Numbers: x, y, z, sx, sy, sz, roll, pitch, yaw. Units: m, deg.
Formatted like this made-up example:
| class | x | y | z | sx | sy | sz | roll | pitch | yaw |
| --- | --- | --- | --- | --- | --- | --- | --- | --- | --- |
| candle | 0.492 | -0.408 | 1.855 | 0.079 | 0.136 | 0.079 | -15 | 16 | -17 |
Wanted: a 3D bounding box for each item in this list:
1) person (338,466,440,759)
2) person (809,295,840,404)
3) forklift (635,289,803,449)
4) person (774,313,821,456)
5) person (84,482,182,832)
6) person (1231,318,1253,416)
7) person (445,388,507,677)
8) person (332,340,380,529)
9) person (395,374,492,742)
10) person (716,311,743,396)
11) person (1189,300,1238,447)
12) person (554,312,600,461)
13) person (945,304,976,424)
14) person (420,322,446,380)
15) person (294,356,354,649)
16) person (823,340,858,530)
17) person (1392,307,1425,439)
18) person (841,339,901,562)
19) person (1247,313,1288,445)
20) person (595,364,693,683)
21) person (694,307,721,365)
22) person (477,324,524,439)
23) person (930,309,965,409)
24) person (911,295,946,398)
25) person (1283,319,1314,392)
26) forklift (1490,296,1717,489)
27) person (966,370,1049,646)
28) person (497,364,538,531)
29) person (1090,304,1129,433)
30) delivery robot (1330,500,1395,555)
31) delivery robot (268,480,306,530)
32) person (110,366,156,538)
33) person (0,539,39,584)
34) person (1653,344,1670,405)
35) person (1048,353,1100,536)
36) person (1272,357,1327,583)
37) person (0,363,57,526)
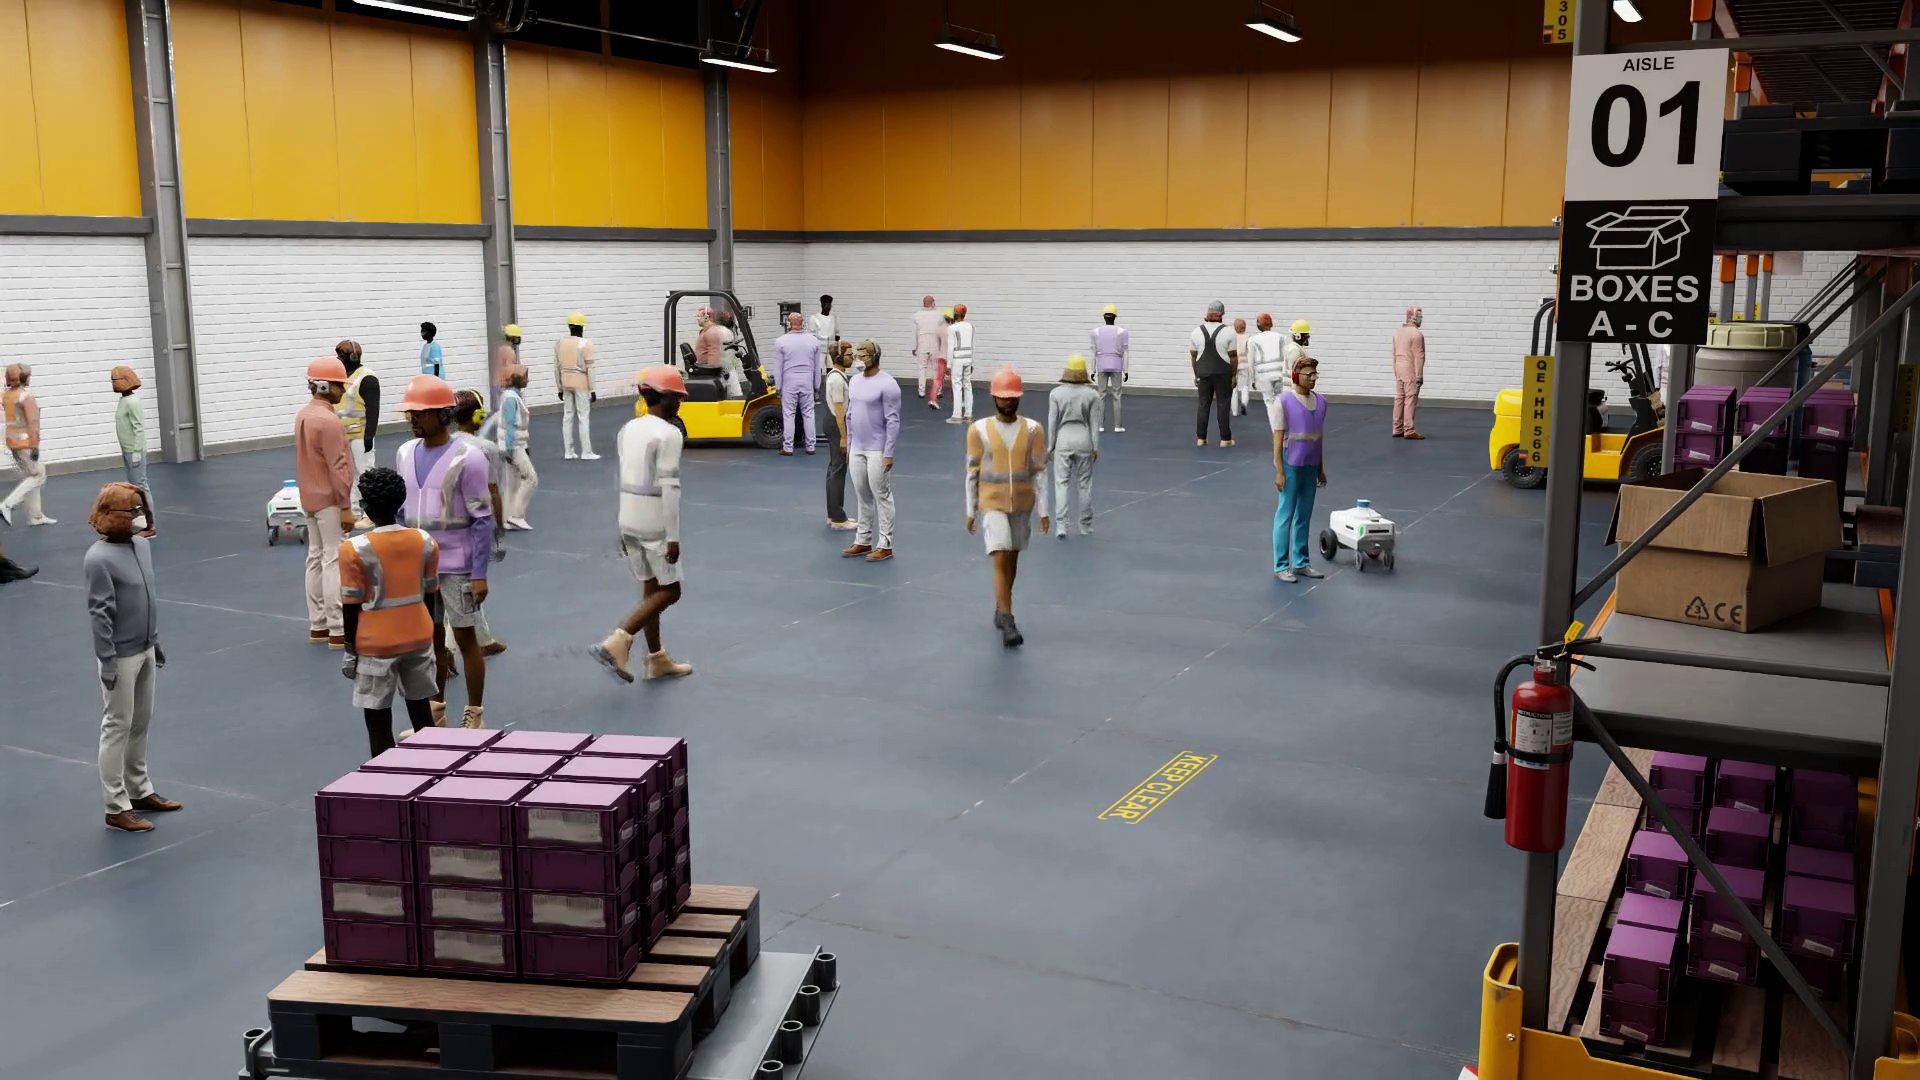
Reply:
| class | x | y | z | sx | sy | sz | roll | pitch | yaw |
| --- | --- | --- | --- | --- | --- | --- | --- | --- | --- |
| person | -2.688 | 0.496 | 7.881 | 0.321 | 1.689 | 0.530 | 6 | 12 | 33 |
| person | -2.395 | -3.383 | 29.579 | 0.605 | 1.956 | 0.381 | -5 | 11 | -27 |
| forklift | -3.358 | -2.392 | 23.136 | 2.313 | 2.155 | 1.214 | -1 | 10 | -5 |
| person | -2.166 | -2.067 | 22.114 | 0.646 | 1.899 | 0.403 | -4 | 11 | -23 |
| person | -3.895 | 0.536 | 7.804 | 0.265 | 1.632 | 0.507 | 0 | 10 | 0 |
| person | 4.584 | -2.833 | 27.339 | 0.516 | 1.623 | 0.381 | 2 | 10 | 10 |
| person | -3.199 | -0.056 | 10.710 | 0.529 | 1.829 | 0.913 | 3 | 10 | 16 |
| person | -5.936 | -1.032 | 16.281 | 0.621 | 1.845 | 0.429 | 8 | 12 | 37 |
| person | -2.810 | 0.127 | 8.987 | 0.608 | 2.045 | 0.391 | 5 | 11 | 26 |
| person | -3.601 | -2.659 | 25.842 | 0.961 | 1.791 | 0.646 | -8 | 12 | -38 |
| person | 3.566 | -2.322 | 23.174 | 0.684 | 2.000 | 0.538 | 5 | 11 | 28 |
| person | -4.978 | -1.993 | 21.599 | 0.590 | 1.926 | 0.388 | 4 | 11 | 21 |
| person | 0.003 | -2.781 | 26.281 | 0.579 | 1.884 | 0.352 | -9 | 13 | -43 |
| person | -7.714 | -2.348 | 24.346 | 0.321 | 1.690 | 0.536 | -7 | 12 | -34 |
| person | -4.300 | -0.255 | 11.359 | 0.392 | 1.988 | 0.609 | -9 | 13 | -42 |
| person | -1.162 | -1.020 | 16.197 | 0.344 | 1.847 | 0.504 | -2 | 10 | -11 |
| person | 6.531 | -2.413 | 24.095 | 0.402 | 1.904 | 0.652 | -3 | 10 | -17 |
| person | -0.781 | -0.782 | 14.556 | 0.373 | 1.940 | 0.629 | -9 | 14 | -44 |
| person | 4.344 | -2.261 | 23.394 | 0.575 | 1.834 | 0.760 | -2 | 10 | -11 |
| person | -1.952 | -0.080 | 10.305 | 0.620 | 2.011 | 0.704 | 10 | 14 | 44 |
| person | -3.694 | -2.447 | 24.286 | 0.409 | 1.906 | 0.652 | -2 | 10 | -13 |
| person | -6.316 | -2.110 | 22.890 | 0.676 | 1.719 | 0.532 | -6 | 12 | -32 |
| person | -0.222 | -3.115 | 28.674 | 0.538 | 1.725 | 0.892 | 8 | 13 | 38 |
| person | -0.573 | -3.574 | 30.819 | 0.652 | 1.904 | 0.403 | 0 | 10 | 1 |
| person | 4.373 | -1.931 | 21.510 | 0.404 | 1.830 | 0.603 | 2 | 10 | 10 |
| forklift | 7.296 | -1.677 | 18.993 | 2.313 | 2.155 | 1.214 | 5 | 11 | 27 |
| person | 0.341 | -0.242 | 11.591 | 0.561 | 1.884 | 0.980 | -2 | 10 | -10 |
| person | -4.245 | -0.878 | 16.005 | 0.426 | 1.619 | 0.537 | -2 | 10 | -11 |
| person | 2.240 | -2.561 | 24.911 | 0.585 | 1.918 | 0.382 | 2 | 10 | 12 |
| delivery robot | 3.471 | -0.103 | 14.352 | 0.477 | 0.478 | 0.707 | -2 | 10 | -10 |
| delivery robot | -6.267 | -0.317 | 15.592 | 0.477 | 0.478 | 0.707 | -3 | 10 | -15 |
| person | -7.792 | -0.818 | 15.645 | 0.266 | 1.631 | 0.507 | -8 | 12 | -37 |
| person | -7.951 | -0.567 | 13.402 | 0.564 | 1.899 | 0.883 | 9 | 14 | 44 |
| person | 9.581 | -2.053 | 22.189 | 0.627 | 1.847 | 0.429 | 2 | 10 | 14 |
| person | 1.084 | -0.900 | 15.826 | 0.490 | 1.750 | 0.335 | 0 | 10 | 2 |
| person | 2.782 | -0.584 | 13.675 | 0.566 | 1.847 | 0.389 | -7 | 12 | -37 |
| person | -9.170 | -0.913 | 16.228 | 0.517 | 1.620 | 0.551 | 7 | 12 | 34 |
